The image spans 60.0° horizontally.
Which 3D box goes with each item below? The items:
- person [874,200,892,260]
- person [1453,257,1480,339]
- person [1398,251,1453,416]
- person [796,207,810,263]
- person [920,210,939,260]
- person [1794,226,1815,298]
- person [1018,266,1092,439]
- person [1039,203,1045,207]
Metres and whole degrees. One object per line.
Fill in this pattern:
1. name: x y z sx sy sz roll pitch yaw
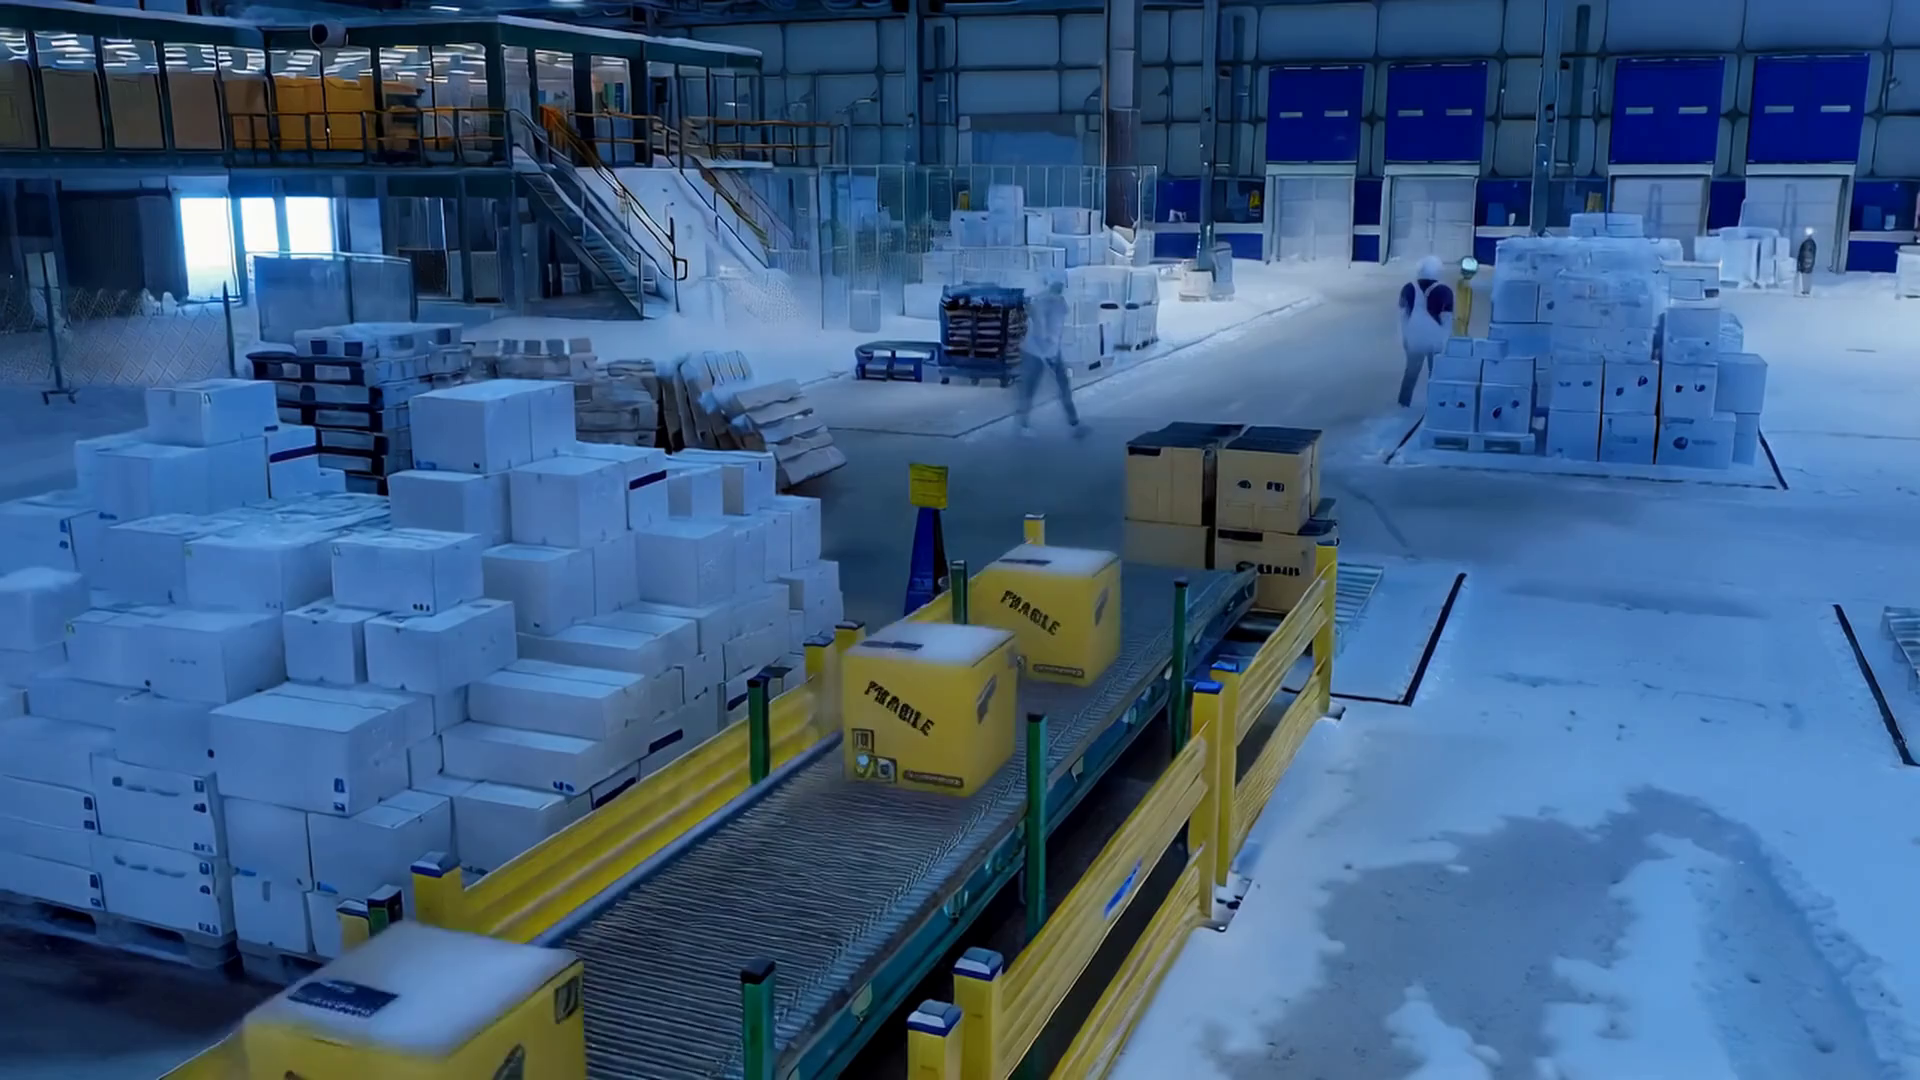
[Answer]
1. person: -2.575 -10.380 55.741 0.622 1.996 0.370 7 14 28
2. person: 7.304 -3.203 24.072 0.331 1.768 0.527 0 13 1
3. person: 5.752 -2.527 20.420 0.687 2.000 0.537 11 17 41
4. person: -5.170 -9.891 53.961 0.665 1.822 0.534 -5 14 -22
5. person: -0.842 -8.187 46.085 0.543 1.923 0.444 3 13 15
6. person: 20.028 -6.568 39.334 0.322 1.692 0.531 3 13 13
7. person: 1.046 -2.074 18.598 0.610 1.938 1.030 -11 17 -41
8. person: 2.652 -9.913 53.786 0.605 1.936 0.413 1 13 3
